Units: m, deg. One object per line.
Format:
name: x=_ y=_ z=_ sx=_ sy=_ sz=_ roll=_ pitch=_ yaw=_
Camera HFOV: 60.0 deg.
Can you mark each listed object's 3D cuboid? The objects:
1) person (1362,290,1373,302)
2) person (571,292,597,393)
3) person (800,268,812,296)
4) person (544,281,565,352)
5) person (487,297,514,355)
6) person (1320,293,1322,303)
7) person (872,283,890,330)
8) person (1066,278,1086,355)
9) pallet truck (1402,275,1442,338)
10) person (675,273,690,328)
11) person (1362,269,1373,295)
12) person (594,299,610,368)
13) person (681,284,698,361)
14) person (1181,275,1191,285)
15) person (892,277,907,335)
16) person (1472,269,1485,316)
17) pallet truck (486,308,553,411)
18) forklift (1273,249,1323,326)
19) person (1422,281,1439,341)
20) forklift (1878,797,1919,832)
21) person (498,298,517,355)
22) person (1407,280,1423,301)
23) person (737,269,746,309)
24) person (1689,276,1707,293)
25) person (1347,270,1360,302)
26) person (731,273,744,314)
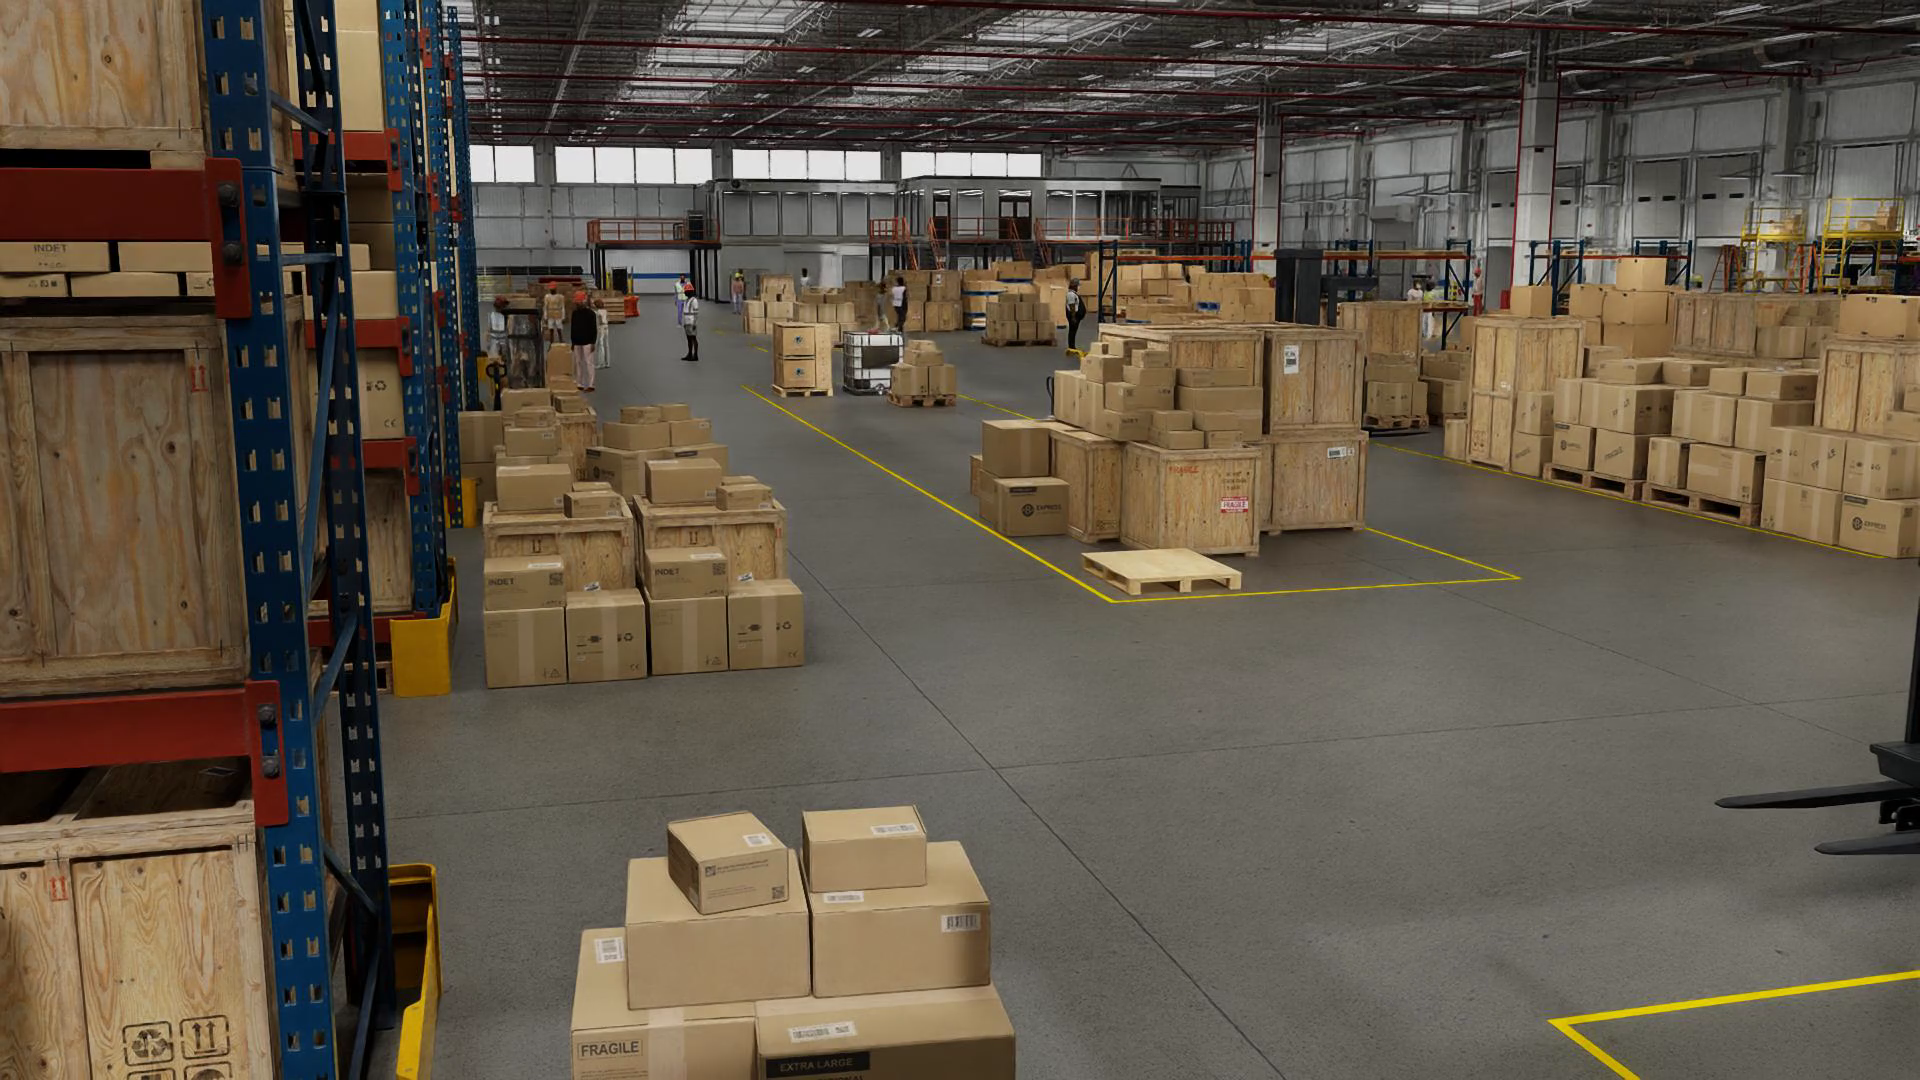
person: x=8.957 y=-4.530 z=36.588 sx=0.637 sy=1.914 sz=0.891 roll=-2 pitch=10 yaw=-12
person: x=-7.407 y=-3.877 z=32.652 sx=0.611 sy=1.988 sz=0.391 roll=5 pitch=11 yaw=28
person: x=-6.573 y=-10.588 z=70.771 sx=0.623 sy=1.950 sz=0.422 roll=5 pitch=11 yaw=28
person: x=-11.006 y=-6.051 z=45.111 sx=0.551 sy=1.932 sz=0.378 roll=0 pitch=10 yaw=1
person: x=-9.449 y=-4.090 z=34.280 sx=0.605 sy=1.852 sz=0.841 roll=1 pitch=10 yaw=5
person: x=11.767 y=-7.740 z=55.343 sx=0.535 sy=1.700 sz=0.318 roll=1 pitch=10 yaw=8
person: x=-2.330 y=-6.566 z=48.382 sx=0.987 sy=1.825 sz=0.517 roll=4 pitch=11 yaw=21
person: x=3.076 y=-5.952 z=44.252 sx=0.538 sy=2.000 sz=0.684 roll=1 pitch=10 yaw=3
pallet truck: x=14.620 y=-7.324 z=52.145 sx=0.823 sy=1.965 sz=1.885 roll=8 pitch=13 yaw=40
person: x=-9.769 y=-8.443 z=58.707 sx=0.591 sy=1.920 sz=0.393 roll=-1 pitch=10 yaw=-6
person: x=19.265 y=-11.908 z=78.582 sx=0.452 sy=1.825 sz=0.653 roll=7 pitch=12 yaw=36
person: x=-8.463 y=-4.862 z=39.224 sx=0.313 sy=1.637 sz=0.513 roll=4 pitch=11 yaw=22
person: x=-6.784 y=-5.461 z=41.764 sx=0.354 sy=1.939 sz=0.545 roll=-8 pitch=13 yaw=-38
person: x=8.117 y=-8.580 z=59.692 sx=0.361 sy=1.852 sz=0.520 roll=-10 pitch=14 yaw=-43
person: x=-1.941 y=-7.539 z=53.637 sx=0.605 sy=1.900 sz=0.629 roll=9 pitch=13 yaw=40
person: x=20.545 y=-9.771 z=66.034 sx=0.391 sy=1.987 sz=0.608 roll=-4 pitch=11 yaw=-23
pallet truck: x=-6.242 y=-2.418 z=24.362 sx=0.823 sy=1.965 sz=1.885 roll=1 pitch=10 yaw=3
forklift: x=4.855 y=-2.824 z=24.162 sx=1.873 sy=2.768 sz=1.129 roll=-3 pitch=10 yaw=-15
person: x=14.224 y=-6.946 z=50.473 sx=0.451 sy=1.827 sz=0.636 roll=-7 pitch=12 yaw=-34
forklift: x=5.565 y=0.091 z=7.657 sx=1.873 sy=2.768 sz=1.129 roll=-3 pitch=10 yaw=-15
person: x=-10.391 y=-4.681 z=38.028 sx=0.531 sy=1.698 sz=0.320 roll=-3 pitch=11 yaw=-18
person: x=13.019 y=-6.493 z=47.610 sx=0.633 sy=1.936 sz=0.355 roll=-8 pitch=13 yaw=-37
person: x=-10.072 y=-11.566 z=76.595 sx=0.506 sy=1.847 sz=0.346 roll=-9 pitch=13 yaw=-40
person: x=24.175 y=-7.710 z=54.605 sx=0.595 sy=1.907 sz=0.795 roll=0 pitch=10 yaw=1
person: x=16.829 y=-10.648 z=71.235 sx=0.546 sy=1.910 sz=0.857 roll=8 pitch=13 yaw=39
person: x=-9.390 y=-10.365 z=70.085 sx=0.552 sy=1.729 sz=0.826 roll=0 pitch=10 yaw=2
